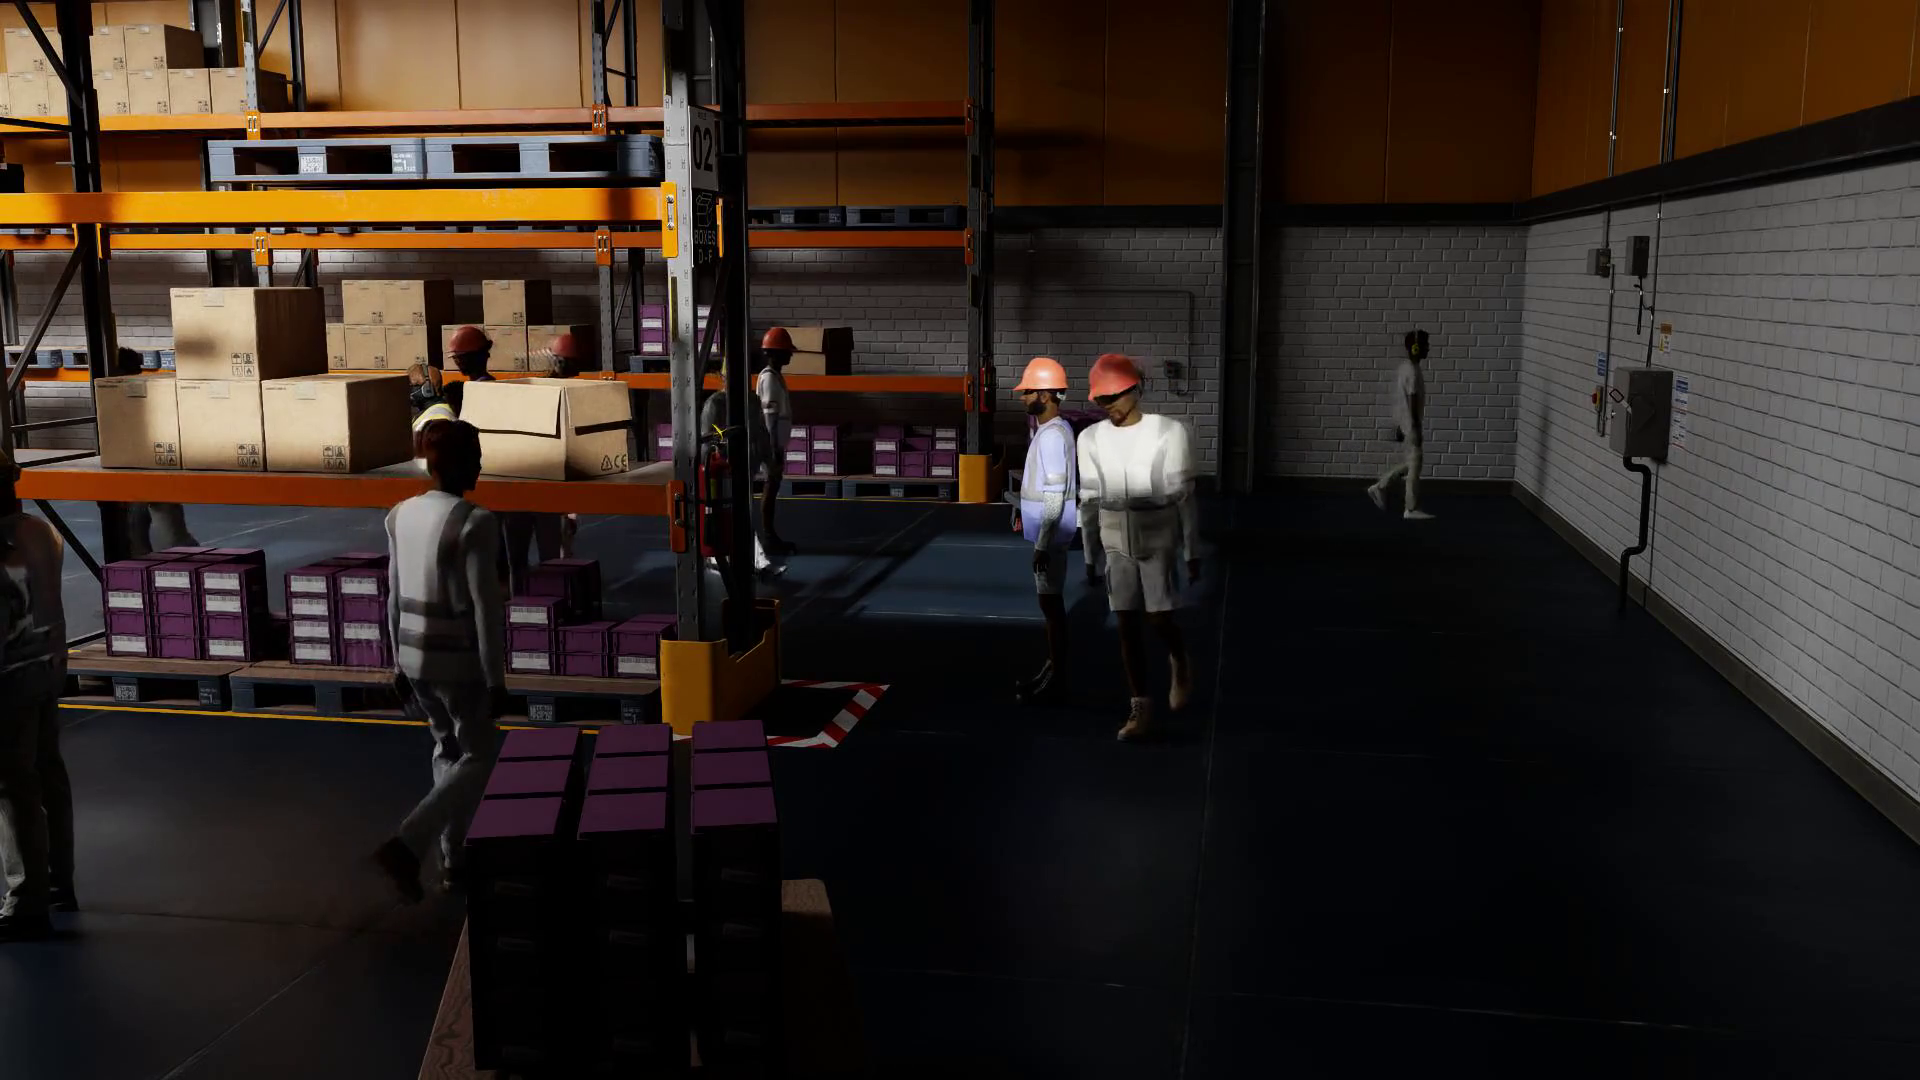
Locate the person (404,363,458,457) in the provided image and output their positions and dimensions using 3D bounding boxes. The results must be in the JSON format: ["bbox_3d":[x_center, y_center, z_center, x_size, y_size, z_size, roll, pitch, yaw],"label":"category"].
[{"bbox_3d":[-3.389,-0.216,10.687,0.430,1.836,0.619,-3,10,-20],"label":"person"}]

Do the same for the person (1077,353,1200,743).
[{"bbox_3d":[0.940,0.031,8.626,0.680,1.998,0.685,4,10,26],"label":"person"}]

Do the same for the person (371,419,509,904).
[{"bbox_3d":[-1.986,0.475,6.288,0.608,1.865,0.616,6,11,34],"label":"person"}]

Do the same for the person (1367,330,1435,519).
[{"bbox_3d":[4.346,-1.113,16.172,0.560,1.855,0.521,1,9,8],"label":"person"}]

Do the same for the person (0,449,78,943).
[{"bbox_3d":[-3.456,0.539,6.017,0.403,1.822,0.589,-1,9,-6],"label":"person"}]

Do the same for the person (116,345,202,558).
[{"bbox_3d":[-5.546,-0.384,11.508,0.842,1.908,0.565,7,11,37],"label":"person"}]

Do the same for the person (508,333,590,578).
[{"bbox_3d":[-3.227,-0.613,12.795,0.813,1.956,0.636,1,9,4],"label":"person"}]

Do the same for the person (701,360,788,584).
[{"bbox_3d":[-1.661,-0.560,12.946,0.905,1.783,0.594,5,11,30],"label":"person"}]

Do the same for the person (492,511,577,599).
[{"bbox_3d":[-2.757,-0.175,10.809,0.545,1.705,0.769,-3,10,-19],"label":"person"}]

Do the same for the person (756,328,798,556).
[{"bbox_3d":[-1.562,-0.838,14.198,0.378,1.938,0.547,-1,9,-5],"label":"person"}]

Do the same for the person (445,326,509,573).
[{"bbox_3d":[-3.354,-0.471,11.633,0.404,2.033,0.608,-2,9,-14],"label":"person"}]

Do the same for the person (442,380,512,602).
[{"bbox_3d":[-3.318,-0.250,11.367,0.435,1.678,0.513,-2,9,-9],"label":"person"}]

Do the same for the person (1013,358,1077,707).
[{"bbox_3d":[0.469,-0.042,9.263,0.361,1.938,0.545,1,9,4],"label":"person"}]
